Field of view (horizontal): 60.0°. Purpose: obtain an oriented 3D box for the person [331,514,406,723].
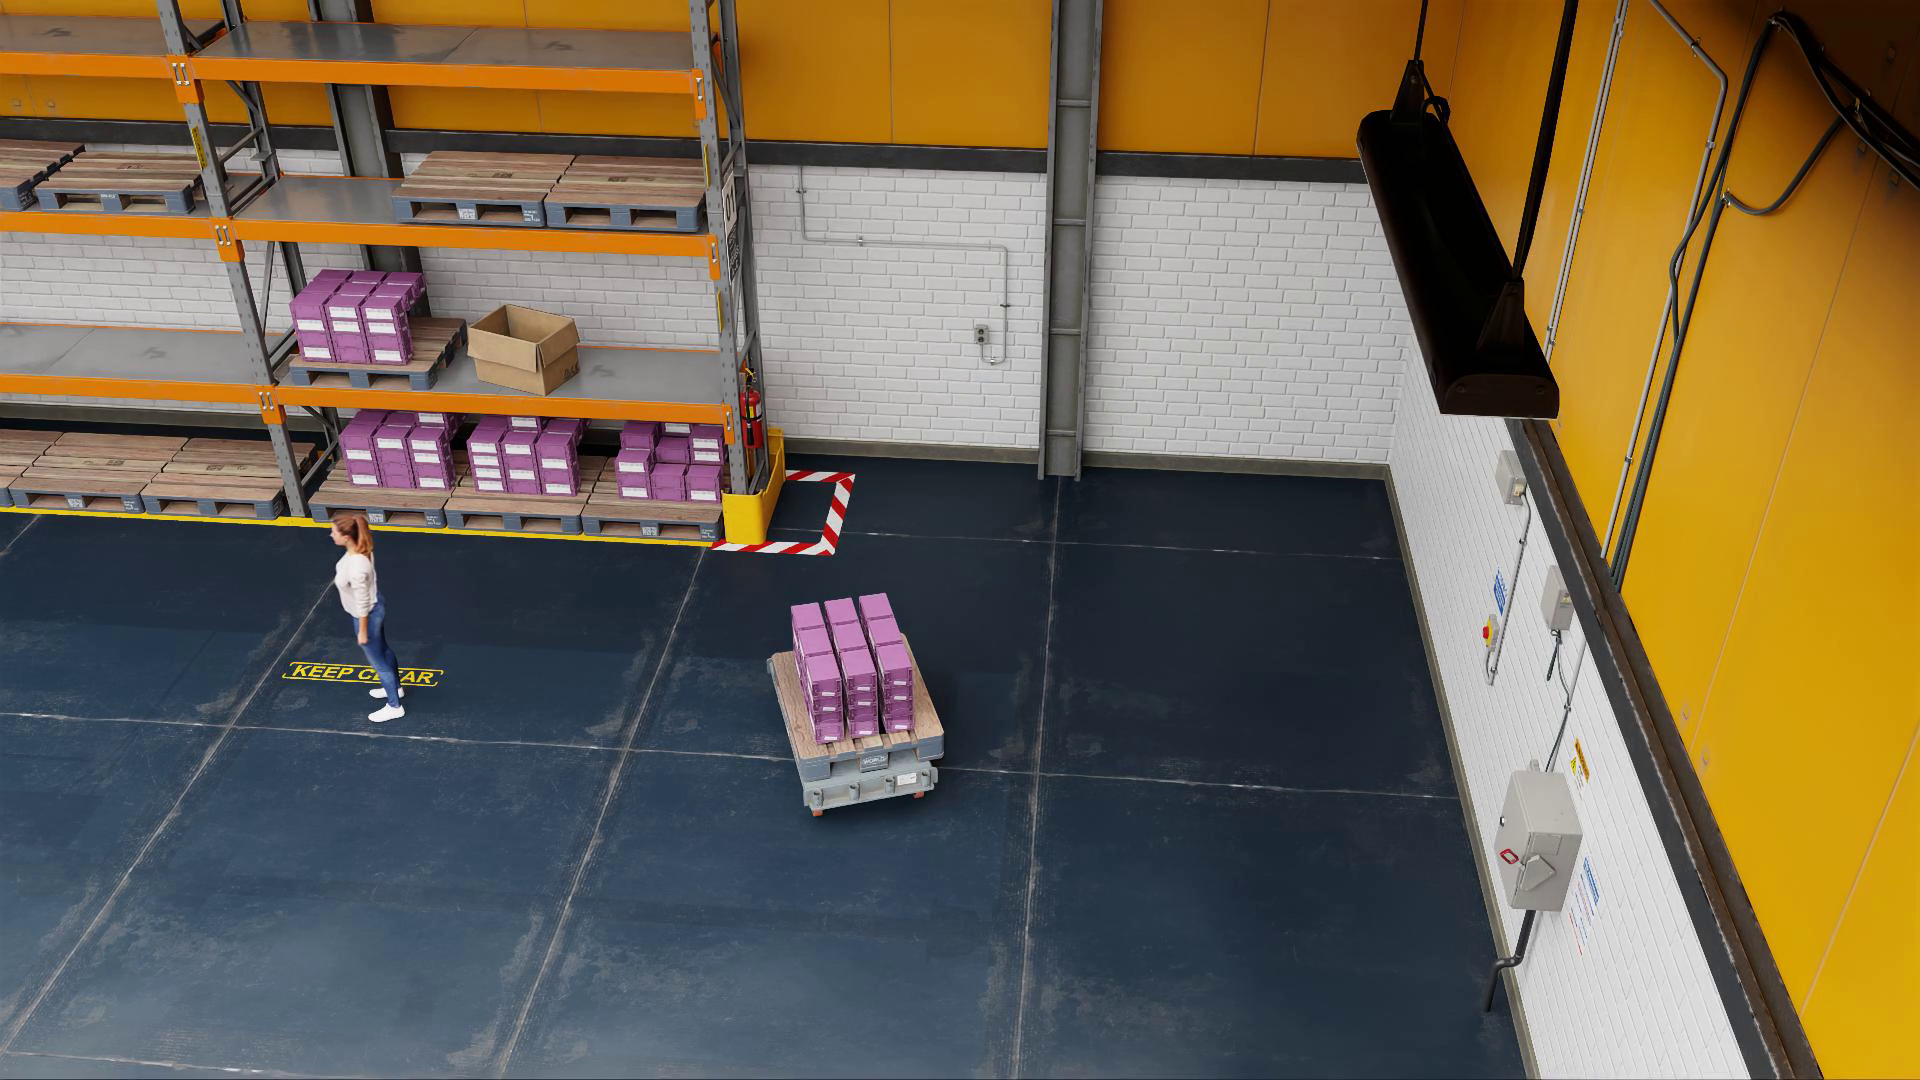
[{"bbox_3d":[-4.283,0.543,12.057,0.637,1.720,0.670,-7,34,-11],"label":"person"}]
